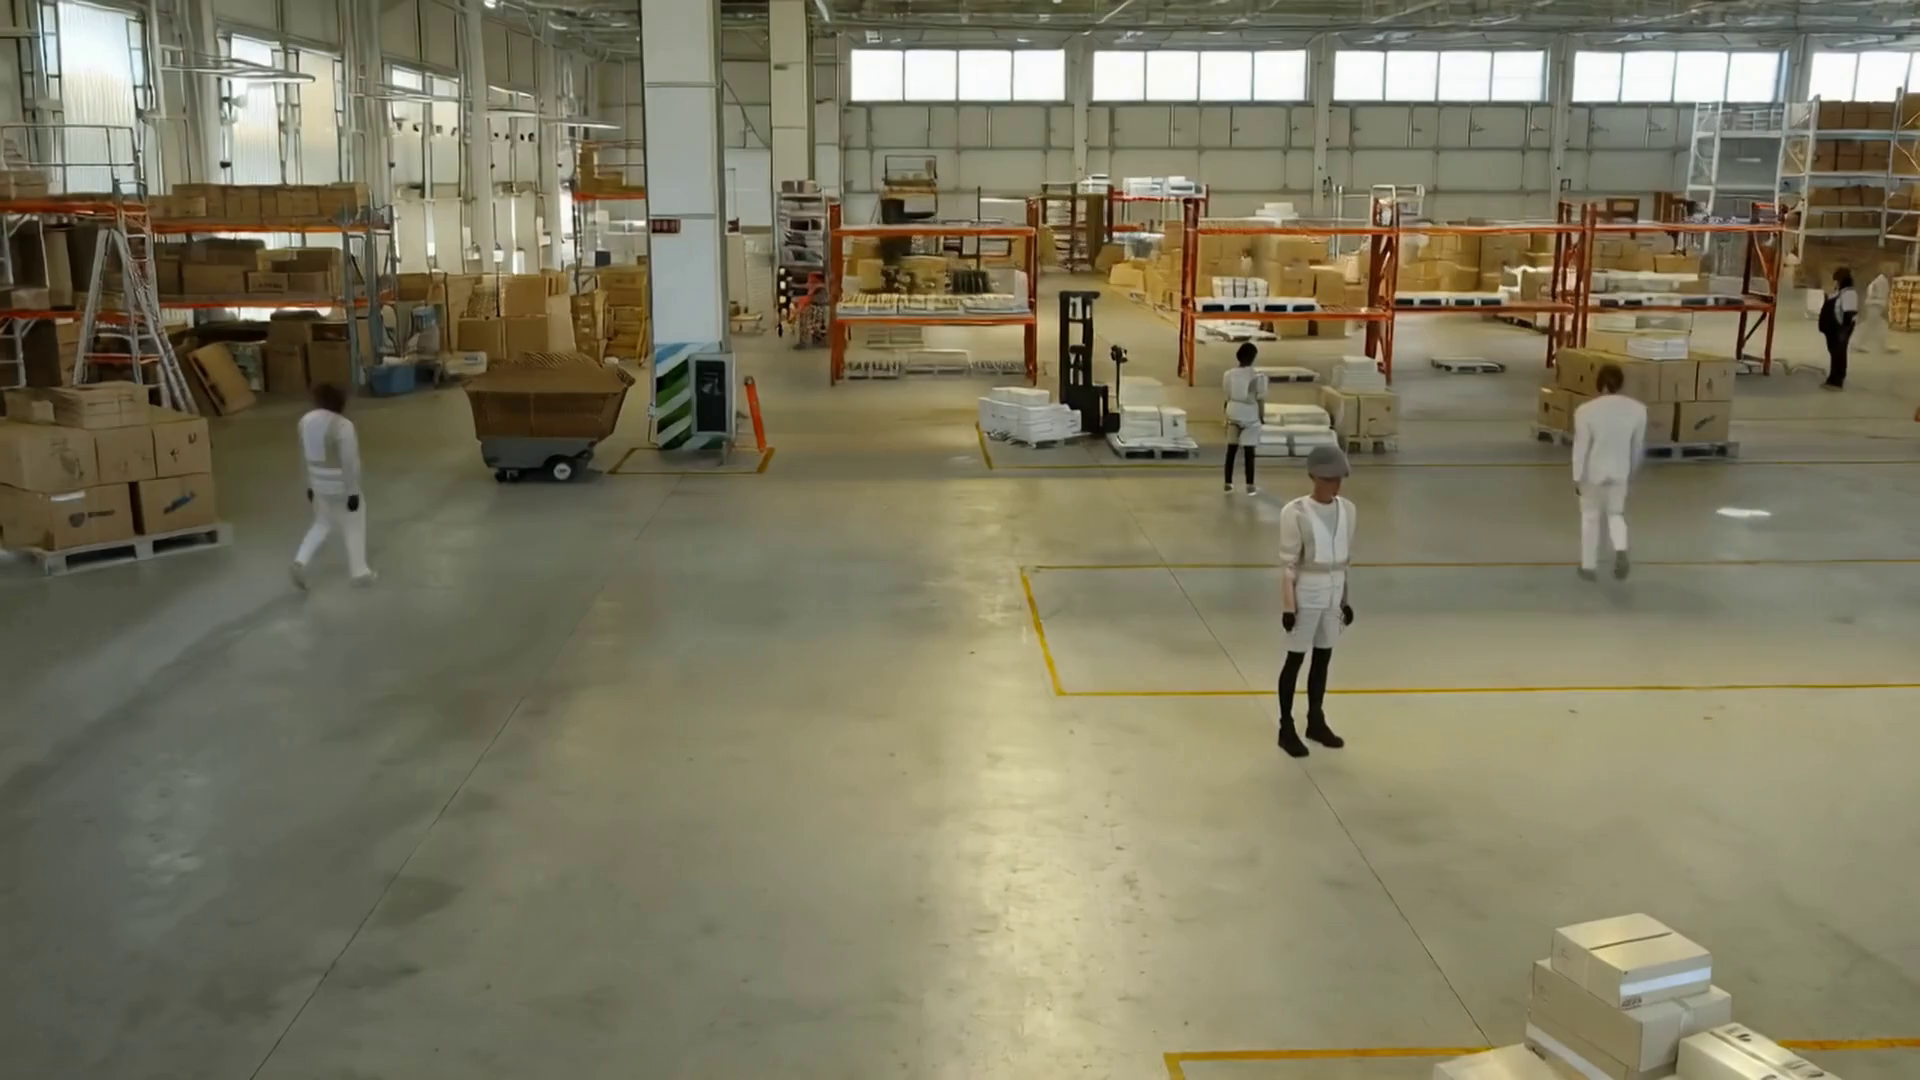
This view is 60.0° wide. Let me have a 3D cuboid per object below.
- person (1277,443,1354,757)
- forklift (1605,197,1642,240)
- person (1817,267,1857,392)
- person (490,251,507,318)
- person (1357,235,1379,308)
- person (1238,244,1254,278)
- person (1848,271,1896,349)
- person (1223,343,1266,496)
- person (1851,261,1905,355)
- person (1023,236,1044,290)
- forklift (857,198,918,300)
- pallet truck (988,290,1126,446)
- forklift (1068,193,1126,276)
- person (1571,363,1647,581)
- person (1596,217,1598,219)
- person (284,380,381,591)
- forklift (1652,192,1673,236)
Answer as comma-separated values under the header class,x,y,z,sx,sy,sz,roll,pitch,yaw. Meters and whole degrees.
class,x,y,z,sx,sy,sz,roll,pitch,yaw
person,2.205,0.362,10.231,0.542,1.939,0.369,-7,14,-27
forklift,19.107,-8.511,48.149,1.129,2.768,1.873,0,12,-2
person,14.306,-3.438,27.154,0.536,2.000,0.683,4,13,17
person,-11.361,-6.265,40.854,0.319,1.631,0.527,-12,17,-43
person,10.546,-6.882,42.939,0.630,1.938,0.369,-4,13,-18
person,6.776,-5.976,38.947,0.732,1.905,0.584,0,12,1
person,18.386,-4.602,33.440,0.902,1.587,0.503,4,13,18
person,3.153,-1.343,18.501,0.535,1.693,0.321,10,16,39
person,18.016,-4.520,32.507,0.959,1.829,0.586,8,15,33
person,2.235,-8.550,50.471,0.630,1.940,0.372,3,13,13
forklift,-1.871,-8.199,46.740,1.873,2.768,1.129,5,13,22
pallet truck,1.257,-2.299,22.111,1.885,1.965,0.823,-9,15,-35
forklift,4.716,-10.448,56.892,1.873,2.768,1.129,0,12,-2
person,5.614,-0.563,14.426,0.632,1.927,0.571,0,12,1
person,24.054,-11.259,62.744,0.565,1.920,0.412,7,14,27
person,-5.392,-0.453,14.188,0.631,1.821,0.770,7,15,30
forklift,25.355,-11.205,60.311,1.873,2.768,1.129,0,12,-2
